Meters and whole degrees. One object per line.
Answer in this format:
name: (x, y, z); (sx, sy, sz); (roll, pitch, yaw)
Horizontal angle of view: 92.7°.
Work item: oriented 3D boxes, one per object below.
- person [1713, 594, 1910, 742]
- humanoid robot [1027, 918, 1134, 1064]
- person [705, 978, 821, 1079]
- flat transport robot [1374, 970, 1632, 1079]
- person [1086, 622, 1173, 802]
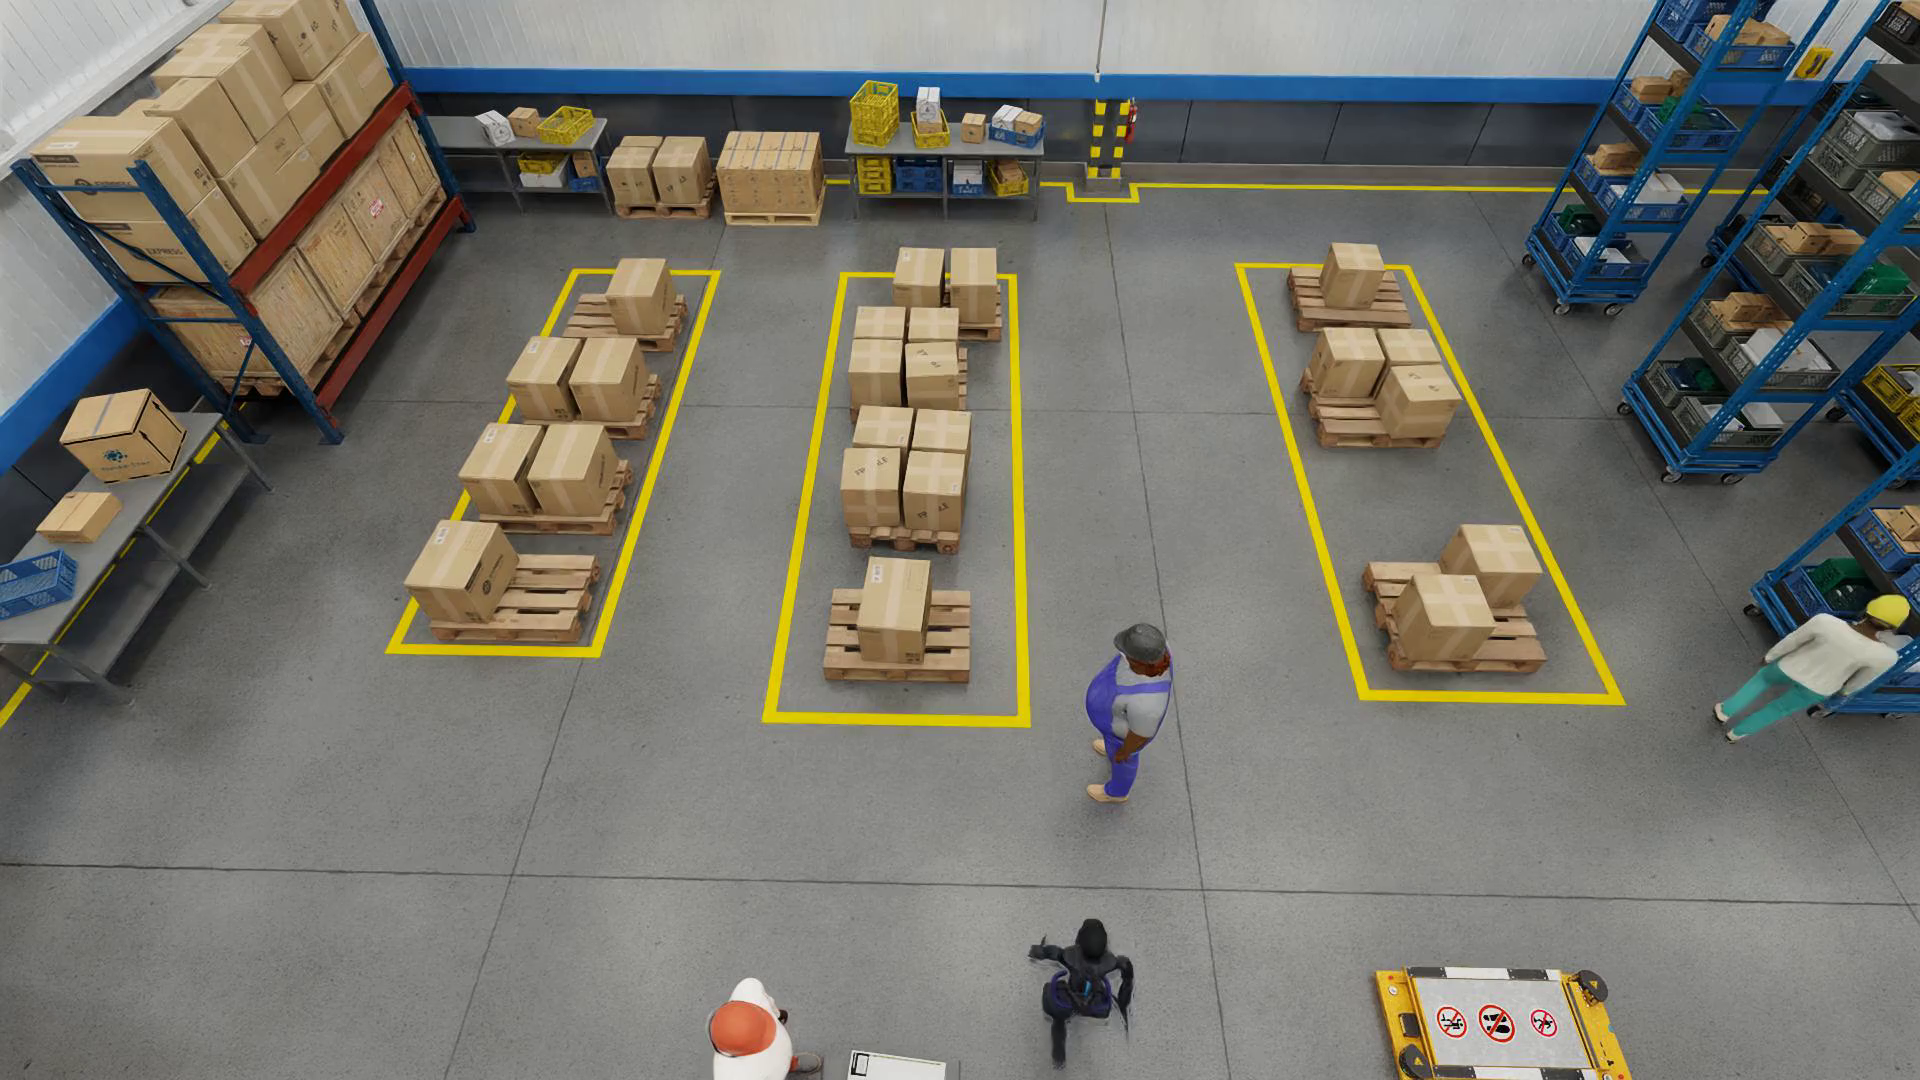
person: (6.248, 0.970, 6.735); (0.384, 1.757, 0.542); (-28, 56, -21)
humanoid robot: (0.707, 2.635, 5.439); (0.602, 1.634, 0.637); (3, 51, 2)
person: (-1.066, 2.867, 5.036); (0.378, 1.994, 0.610); (0, 51, 0)
flat transport robot: (3.501, 3.133, 5.914); (1.431, 0.197, 0.652); (1, 51, 1)
person: (1.130, 1.196, 6.369); (0.536, 2.000, 0.685); (11, 52, 9)
